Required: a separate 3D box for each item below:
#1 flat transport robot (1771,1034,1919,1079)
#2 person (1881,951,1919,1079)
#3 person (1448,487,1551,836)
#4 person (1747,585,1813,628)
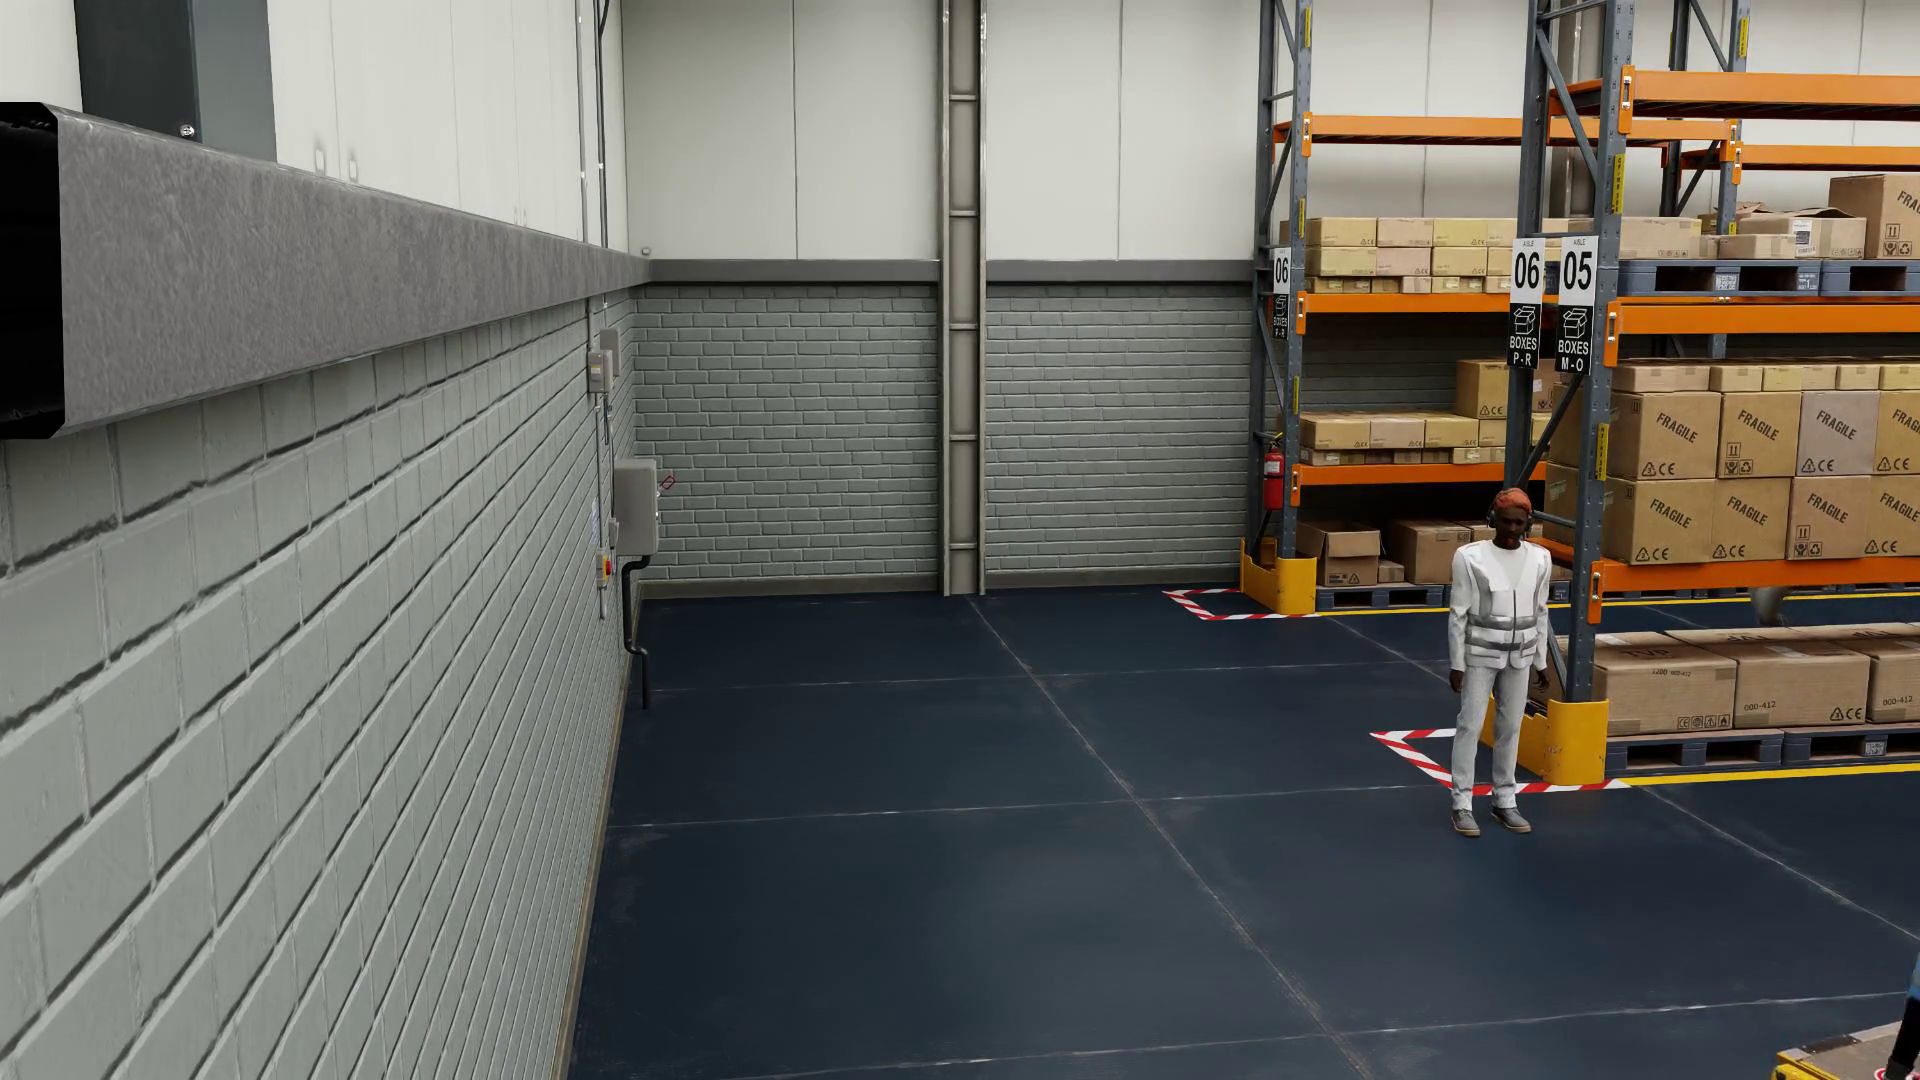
[{"bbox_3d":[3.475,1.955,5.879,1.431,0.197,0.652,-4,10,-23],"label":"flat transport robot"},{"bbox_3d":[2.805,1.470,4.632,0.597,1.636,0.837,-6,11,-32],"label":"person"},{"bbox_3d":[2.900,0.652,8.954,0.572,1.886,0.353,-2,9,-10],"label":"person"},{"bbox_3d":[5.798,0.147,11.939,0.471,1.923,0.659,-4,10,-21],"label":"person"}]
